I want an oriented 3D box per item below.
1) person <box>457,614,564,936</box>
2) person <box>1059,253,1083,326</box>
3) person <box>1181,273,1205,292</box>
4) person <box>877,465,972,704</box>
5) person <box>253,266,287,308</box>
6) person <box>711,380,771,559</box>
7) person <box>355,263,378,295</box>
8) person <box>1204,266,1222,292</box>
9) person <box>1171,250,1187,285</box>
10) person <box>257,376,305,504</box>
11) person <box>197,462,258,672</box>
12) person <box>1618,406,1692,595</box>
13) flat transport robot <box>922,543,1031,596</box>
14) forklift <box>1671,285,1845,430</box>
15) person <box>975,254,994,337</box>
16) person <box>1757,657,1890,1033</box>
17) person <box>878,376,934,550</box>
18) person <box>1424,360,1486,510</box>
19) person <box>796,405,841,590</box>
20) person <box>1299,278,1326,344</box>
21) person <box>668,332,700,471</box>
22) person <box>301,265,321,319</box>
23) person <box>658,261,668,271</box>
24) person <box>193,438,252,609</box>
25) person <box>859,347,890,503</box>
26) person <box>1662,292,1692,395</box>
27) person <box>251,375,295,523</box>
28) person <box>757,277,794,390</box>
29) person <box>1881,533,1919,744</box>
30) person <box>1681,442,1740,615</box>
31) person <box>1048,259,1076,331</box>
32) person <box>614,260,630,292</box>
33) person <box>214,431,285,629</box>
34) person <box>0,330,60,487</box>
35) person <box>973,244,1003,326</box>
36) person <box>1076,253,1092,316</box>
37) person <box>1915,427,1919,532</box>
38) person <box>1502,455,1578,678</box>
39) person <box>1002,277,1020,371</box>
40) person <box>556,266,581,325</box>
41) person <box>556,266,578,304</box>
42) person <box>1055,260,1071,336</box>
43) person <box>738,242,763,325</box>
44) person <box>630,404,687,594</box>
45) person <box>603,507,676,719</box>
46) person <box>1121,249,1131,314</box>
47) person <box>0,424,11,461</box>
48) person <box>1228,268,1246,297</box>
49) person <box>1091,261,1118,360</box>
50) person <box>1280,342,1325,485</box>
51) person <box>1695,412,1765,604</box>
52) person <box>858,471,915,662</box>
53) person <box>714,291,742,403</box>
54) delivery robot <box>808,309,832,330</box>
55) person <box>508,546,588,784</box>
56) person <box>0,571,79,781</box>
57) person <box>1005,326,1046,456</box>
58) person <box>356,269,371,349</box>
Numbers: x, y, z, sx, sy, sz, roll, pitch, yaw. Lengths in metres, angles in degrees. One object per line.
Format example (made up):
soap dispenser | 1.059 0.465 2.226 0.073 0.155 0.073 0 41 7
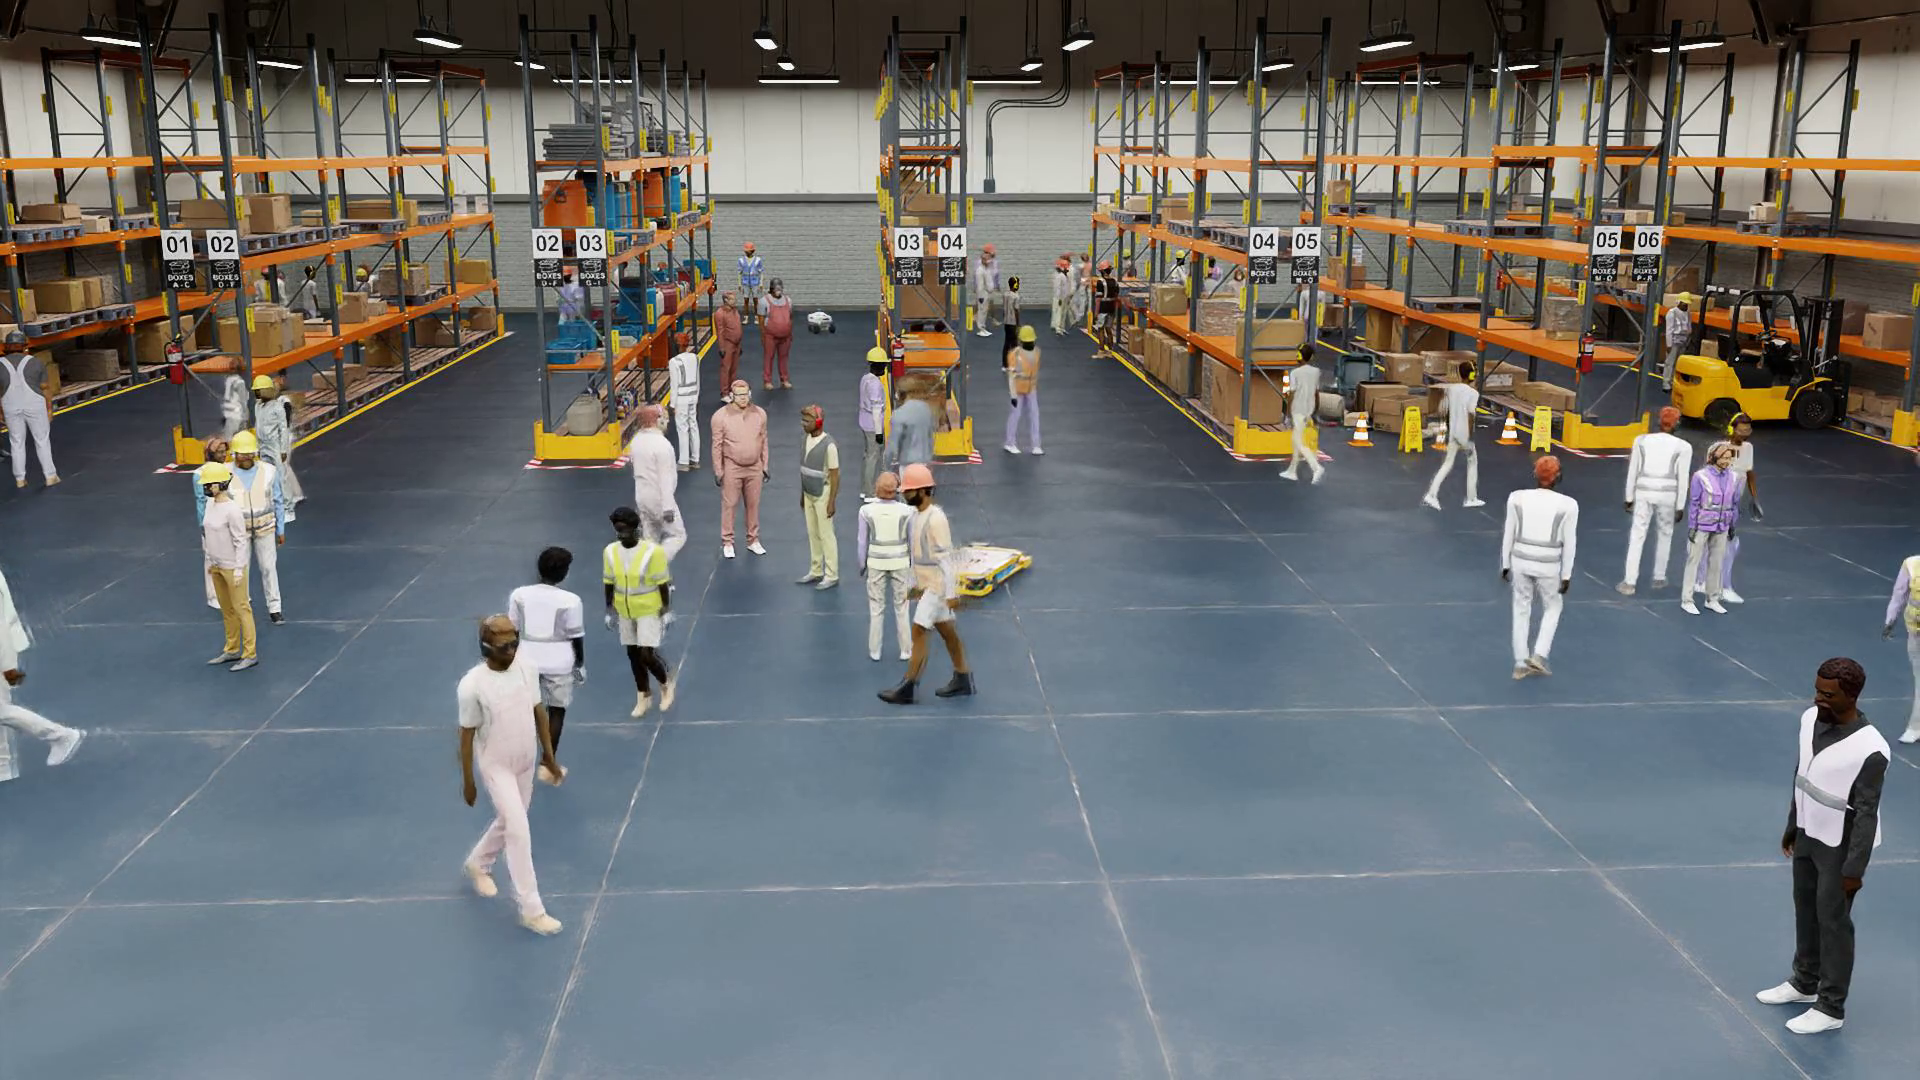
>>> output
person | -2.596 1.269 9.400 0.893 1.812 0.511 9 16 32
person | 2.611 -6.092 40.556 0.938 1.831 0.619 -12 18 -41
person | 5.044 -5.167 36.488 0.643 1.889 0.661 -6 15 -25
person | -0.316 0.350 13.080 0.890 1.896 0.558 -3 14 -14
person | -14.326 -4.790 34.635 0.610 2.023 0.811 -3 14 -14
person | -2.322 -0.762 17.783 0.649 1.906 0.401 -7 15 -29
person | -13.131 -5.228 36.921 0.585 1.813 0.463 6 15 24
person | 5.578 -5.227 37.095 0.578 1.717 0.638 -2 13 -8
person | 5.204 -5.923 39.600 0.365 1.928 0.585 6 15 25
person | -8.402 -1.193 20.280 0.569 1.595 0.593 8 15 29
person | -6.154 0.218 13.934 0.523 1.769 0.310 10 17 36
person | 6.839 -0.383 16.384 0.597 1.836 0.721 9 16 33
flat transport robot | 0.174 0.286 16.849 0.652 0.197 1.431 5 14 21
forklift | 12.503 -2.886 26.166 2.313 2.155 1.214 -1 13 -3
person | 0.584 -5.698 38.698 0.401 1.904 0.646 4 14 15
person | 4.307 1.493 8.230 0.397 1.911 0.588 -1 13 -4
person | -0.613 -0.824 18.029 0.806 1.909 0.644 7 15 27
person | 6.016 -1.272 20.106 0.926 1.833 0.529 -8 15 -29
person | -1.390 -0.429 16.510 0.373 1.840 0.571 -10 16 -36
person | 7.374 -4.682 34.844 0.512 1.694 0.924 6 15 24
person | -3.745 -1.879 22.565 0.351 1.882 0.582 7 15 28
person | -13.830 -4.917 35.500 0.501 1.861 0.322 10 17 38
person | -7.153 -5.909 40.170 0.278 1.634 0.499 -8 16 -31
person | -7.043 -0.165 15.848 0.313 1.631 0.509 6 15 25
person | -1.049 -1.420 20.556 0.397 1.919 0.587 -3 14 -12
person | 12.755 -3.492 29.530 0.588 1.822 0.403 -9 16 -32
person | -8.035 -1.059 19.391 0.492 1.742 0.323 7 15 29
person | -3.296 -3.753 30.165 0.681 2.000 0.536 -8 16 -31
person | 7.077 0.689 12.246 0.711 1.608 0.543 -7 15 -28
person | 7.048 -0.109 15.610 0.514 1.634 0.313 -3 14 -12
person | 2.462 -5.874 39.869 0.560 1.722 0.819 13 18 43
person | -7.590 -5.453 37.500 0.403 1.987 0.608 1 13 6
person | -6.454 -0.097 15.148 0.593 1.823 0.403 -7 15 -28
person | -12.086 -1.708 21.501 0.674 2.000 0.536 -5 14 -19
person | 0.667 -6.301 41.054 1.020 2.010 0.615 12 18 40
person | 3.255 -6.651 43.303 0.511 1.641 0.307 -8 16 -32
person | 11.003 -1.011 18.550 0.888 2.000 0.730 -8 16 -31
person | 4.744 0.229 13.671 0.594 1.873 0.405 8 15 30
person | 1.024 -4.202 32.470 0.332 1.860 0.493 -9 16 -33
person | -8.171 -4.731 34.574 0.559 1.905 0.840 3 14 12
person | -9.151 -5.647 38.783 0.533 1.765 0.325 -4 14 -16
person | 2.428 -5.634 38.749 0.335 1.753 0.563 7 15 28
person | -5.174 -6.325 41.068 0.615 2.037 0.387 1 13 3
person | -2.929 -0.385 16.209 0.421 1.890 0.674 -11 17 -38
person | -2.465 0.558 12.689 0.555 1.671 0.392 6 14 23
person | 4.384 -6.774 43.627 0.347 1.731 0.589 3 14 12
person | -13.571 -1.986 23.295 0.325 1.752 0.563 0 13 -1
person | 6.367 -5.407 38.069 0.513 1.614 0.375 1 13 3
person | 2.992 -4.744 34.409 0.408 2.028 0.610 13 18 43
person | 4.489 -1.650 21.687 0.526 1.843 0.817 -8 16 -32
person | 7.475 -0.314 16.039 0.482 1.834 0.727 -8 15 -30
person | -0.605 0.232 14.145 0.523 1.638 0.310 0 13 2
person | -3.951 -3.329 28.651 0.409 1.913 0.642 5 14 22
delivery robot | -3.316 -5.221 39.370 0.477 0.478 0.707 -7 15 -29
person | -2.890 0.859 11.439 0.677 1.656 0.353 2 13 7
person | -6.543 0.757 11.383 0.631 1.893 0.604 -11 17 -40
person | 0.928 -2.108 23.557 0.609 1.872 0.930 -9 16 -33
person | -12.963 -5.029 36.208 0.295 1.743 0.493 0 13 1
